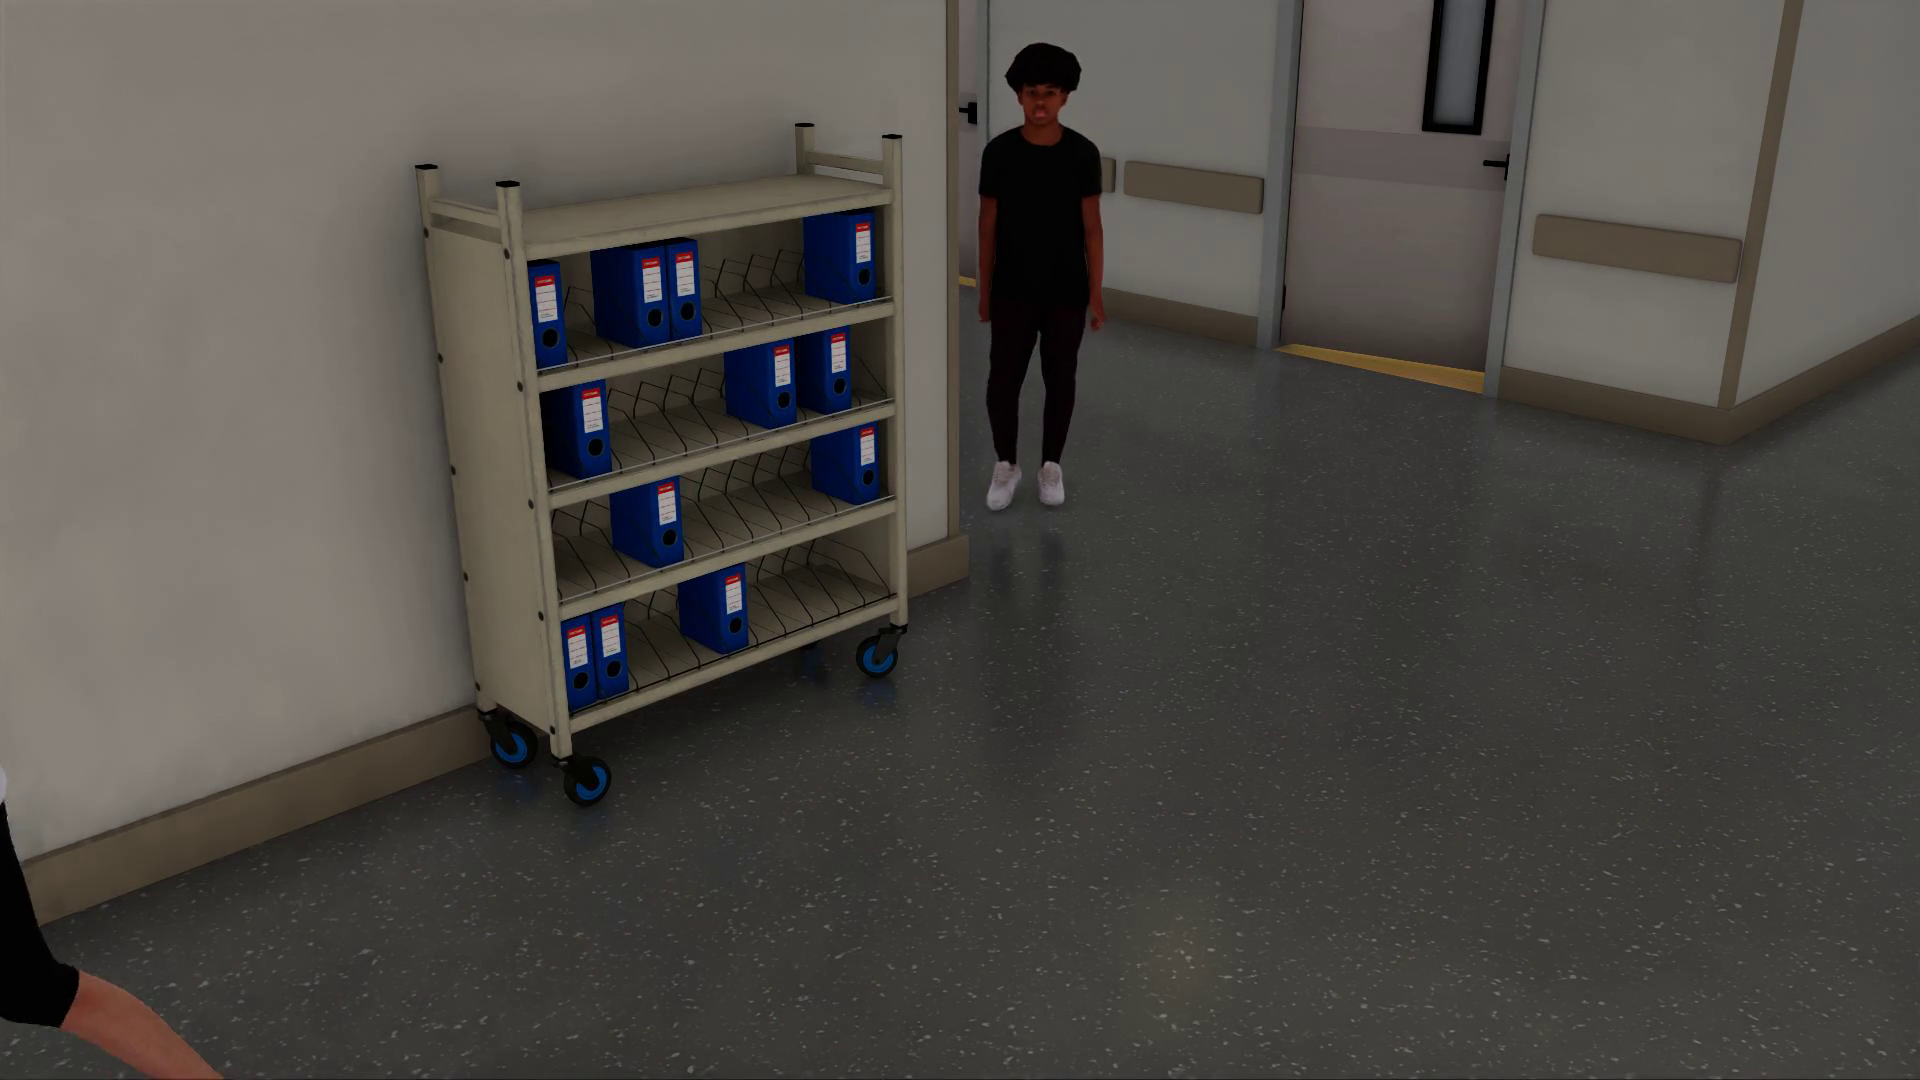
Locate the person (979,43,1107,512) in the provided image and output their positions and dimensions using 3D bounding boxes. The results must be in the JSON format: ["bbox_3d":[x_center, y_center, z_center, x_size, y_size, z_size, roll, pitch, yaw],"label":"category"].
[{"bbox_3d":[0.312,-1.012,6.432,0.754,1.764,0.814,0,21,-1],"label":"person"}]
